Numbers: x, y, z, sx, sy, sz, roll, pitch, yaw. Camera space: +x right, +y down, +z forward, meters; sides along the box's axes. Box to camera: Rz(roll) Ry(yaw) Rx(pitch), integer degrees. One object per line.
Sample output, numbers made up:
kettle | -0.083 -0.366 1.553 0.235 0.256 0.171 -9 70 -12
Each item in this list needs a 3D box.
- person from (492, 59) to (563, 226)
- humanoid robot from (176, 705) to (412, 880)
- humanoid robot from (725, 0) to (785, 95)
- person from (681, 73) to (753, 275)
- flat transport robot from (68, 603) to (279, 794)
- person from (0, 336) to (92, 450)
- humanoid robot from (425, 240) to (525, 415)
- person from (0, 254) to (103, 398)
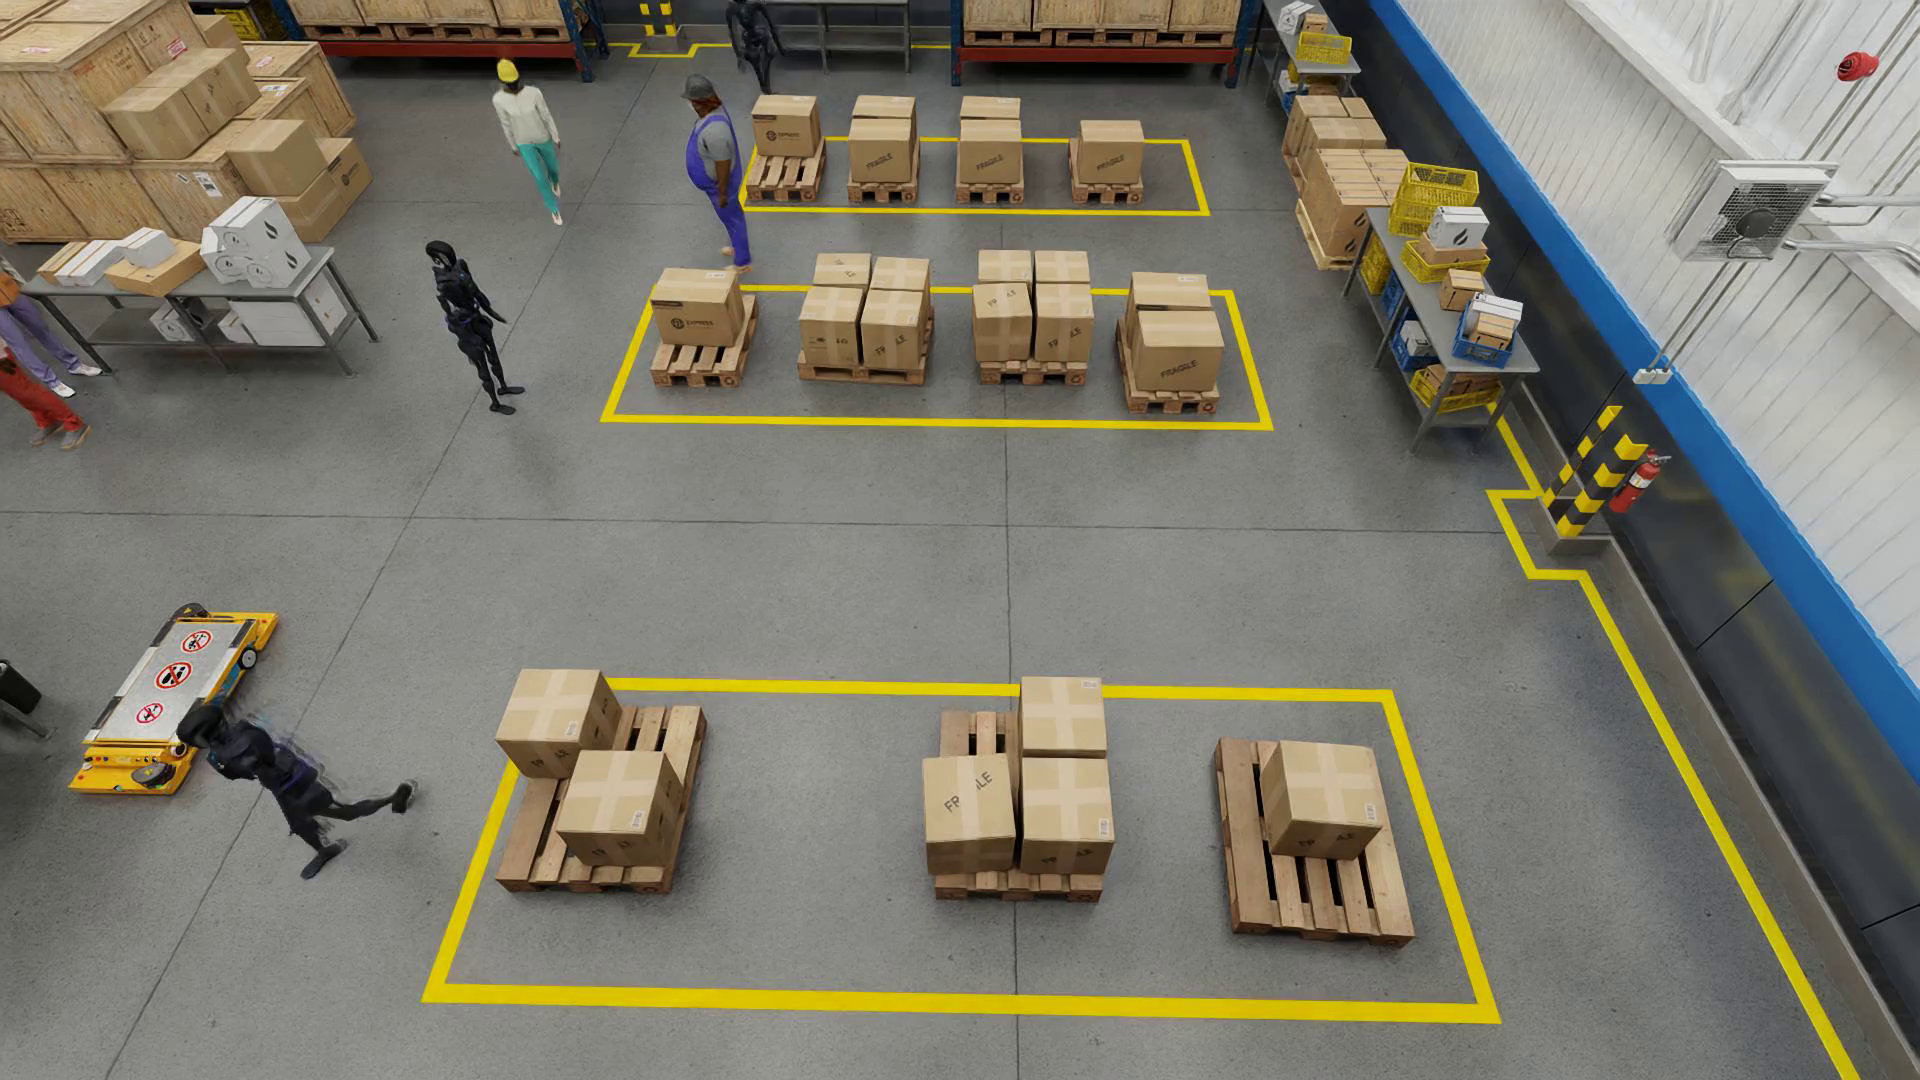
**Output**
person | -4.750 -4.475 10.187 0.528 1.741 0.730 -21 53 -17
humanoid robot | -3.846 1.377 5.308 0.603 1.651 0.713 25 54 19
humanoid robot | -2.616 -6.348 11.839 0.616 1.607 0.678 6 50 5
person | -2.482 -3.694 9.333 0.536 2.000 0.687 -8 50 -7
flat transport robot | -5.504 1.072 6.442 0.652 0.197 1.431 1 50 1
person | -8.137 -1.574 7.572 0.610 1.991 0.397 12 51 10
humanoid robot | -4.226 -1.860 8.008 0.331 1.657 0.599 1 50 1
person | -8.498 -2.141 8.098 0.372 1.918 0.583 10 50 8
